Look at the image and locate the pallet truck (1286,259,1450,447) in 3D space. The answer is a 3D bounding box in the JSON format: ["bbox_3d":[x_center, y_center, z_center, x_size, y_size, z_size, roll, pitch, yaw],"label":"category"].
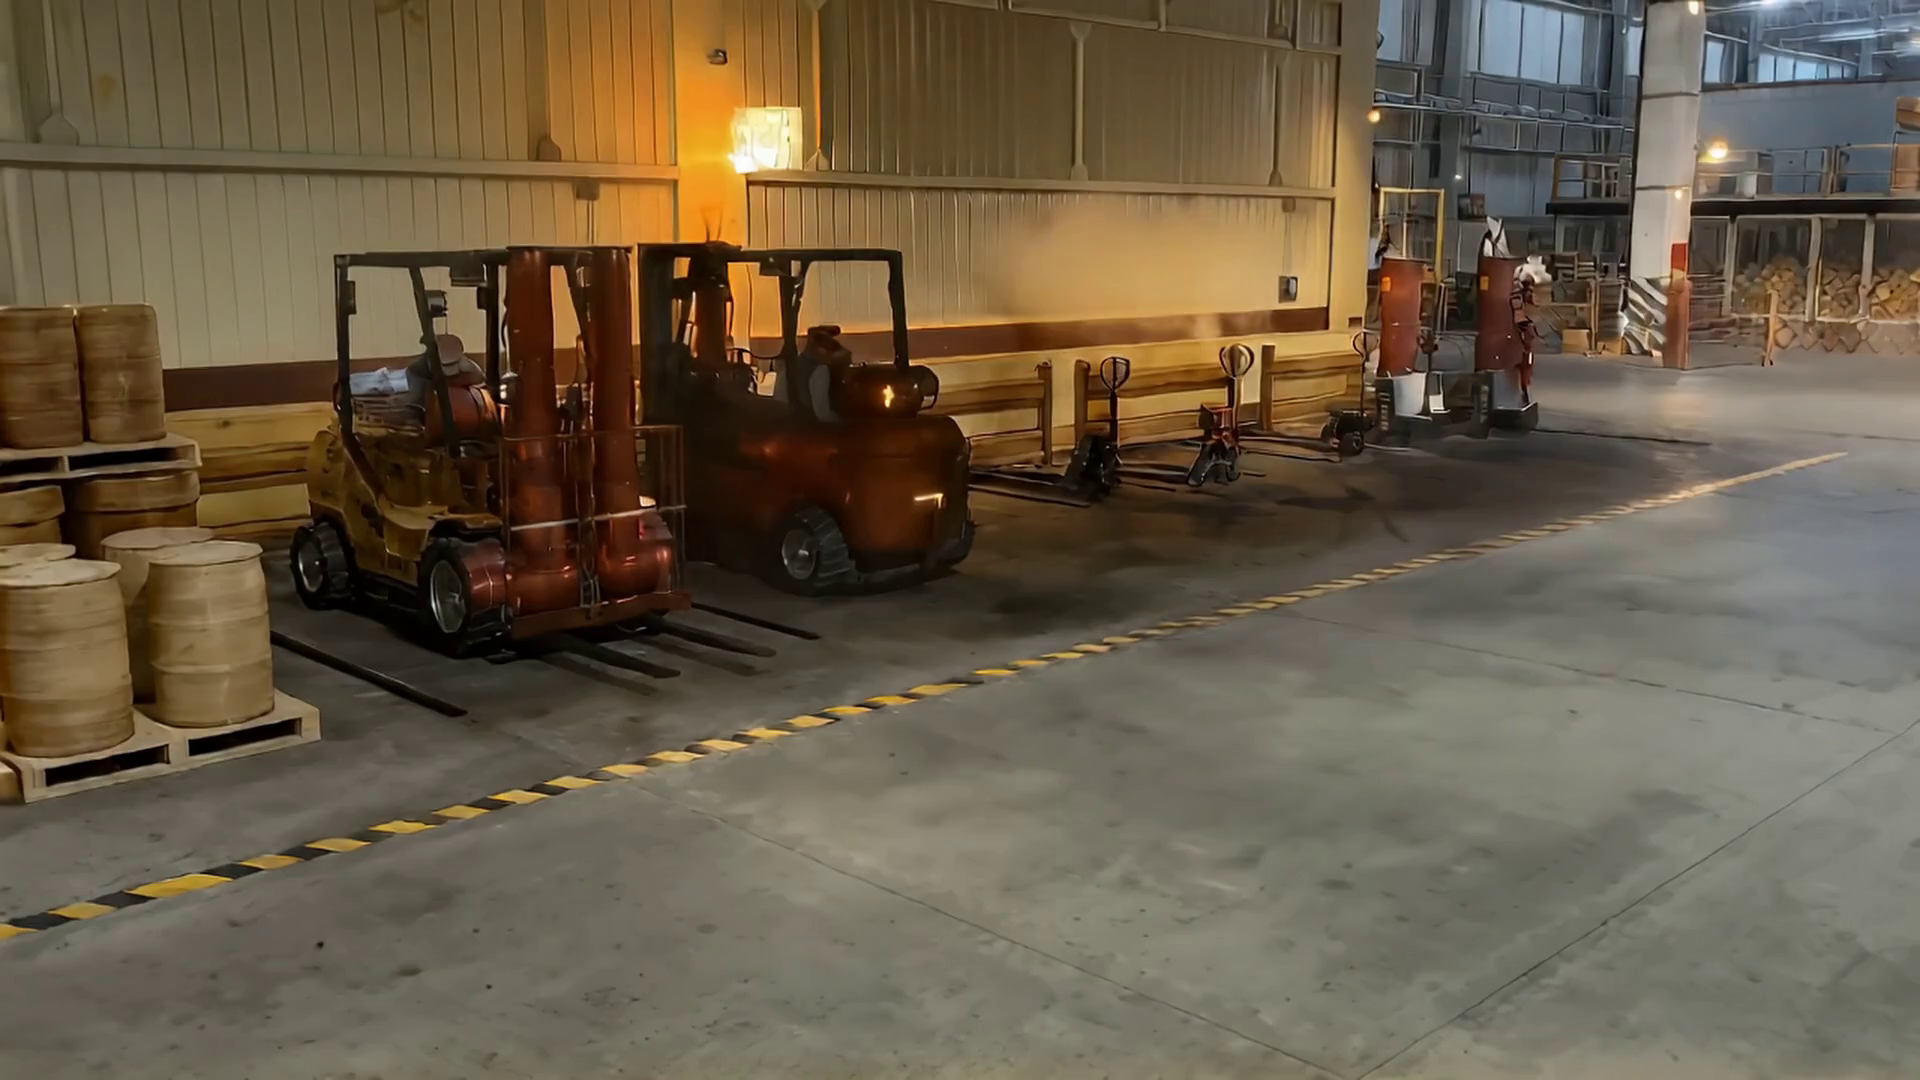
[{"bbox_3d":[4.493,-2.078,18.196,0.823,1.965,1.885,-9,14,-40],"label":"pallet truck"}]

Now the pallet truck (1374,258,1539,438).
[{"bbox_3d":[5.704,-2.208,18.901,1.885,1.965,0.823,10,14,43],"label":"pallet truck"}]

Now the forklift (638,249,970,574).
[{"bbox_3d":[-1.173,-0.958,11.239,2.680,1.987,1.157,10,14,43],"label":"forklift"}]

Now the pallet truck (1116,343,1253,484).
[{"bbox_3d":[1.962,-1.215,15.415,1.522,1.261,0.704,10,14,43],"label":"pallet truck"}]

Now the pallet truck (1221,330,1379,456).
[{"bbox_3d":[3.563,-1.581,17.381,0.653,1.274,1.630,-10,14,-44],"label":"pallet truck"}]

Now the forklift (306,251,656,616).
[{"bbox_3d":[-2.833,-0.669,9.694,1.157,1.987,2.680,-10,14,-44],"label":"forklift"}]

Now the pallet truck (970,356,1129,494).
[{"bbox_3d":[0.784,-1.085,14.876,0.680,1.201,1.601,-10,14,-44],"label":"pallet truck"}]
